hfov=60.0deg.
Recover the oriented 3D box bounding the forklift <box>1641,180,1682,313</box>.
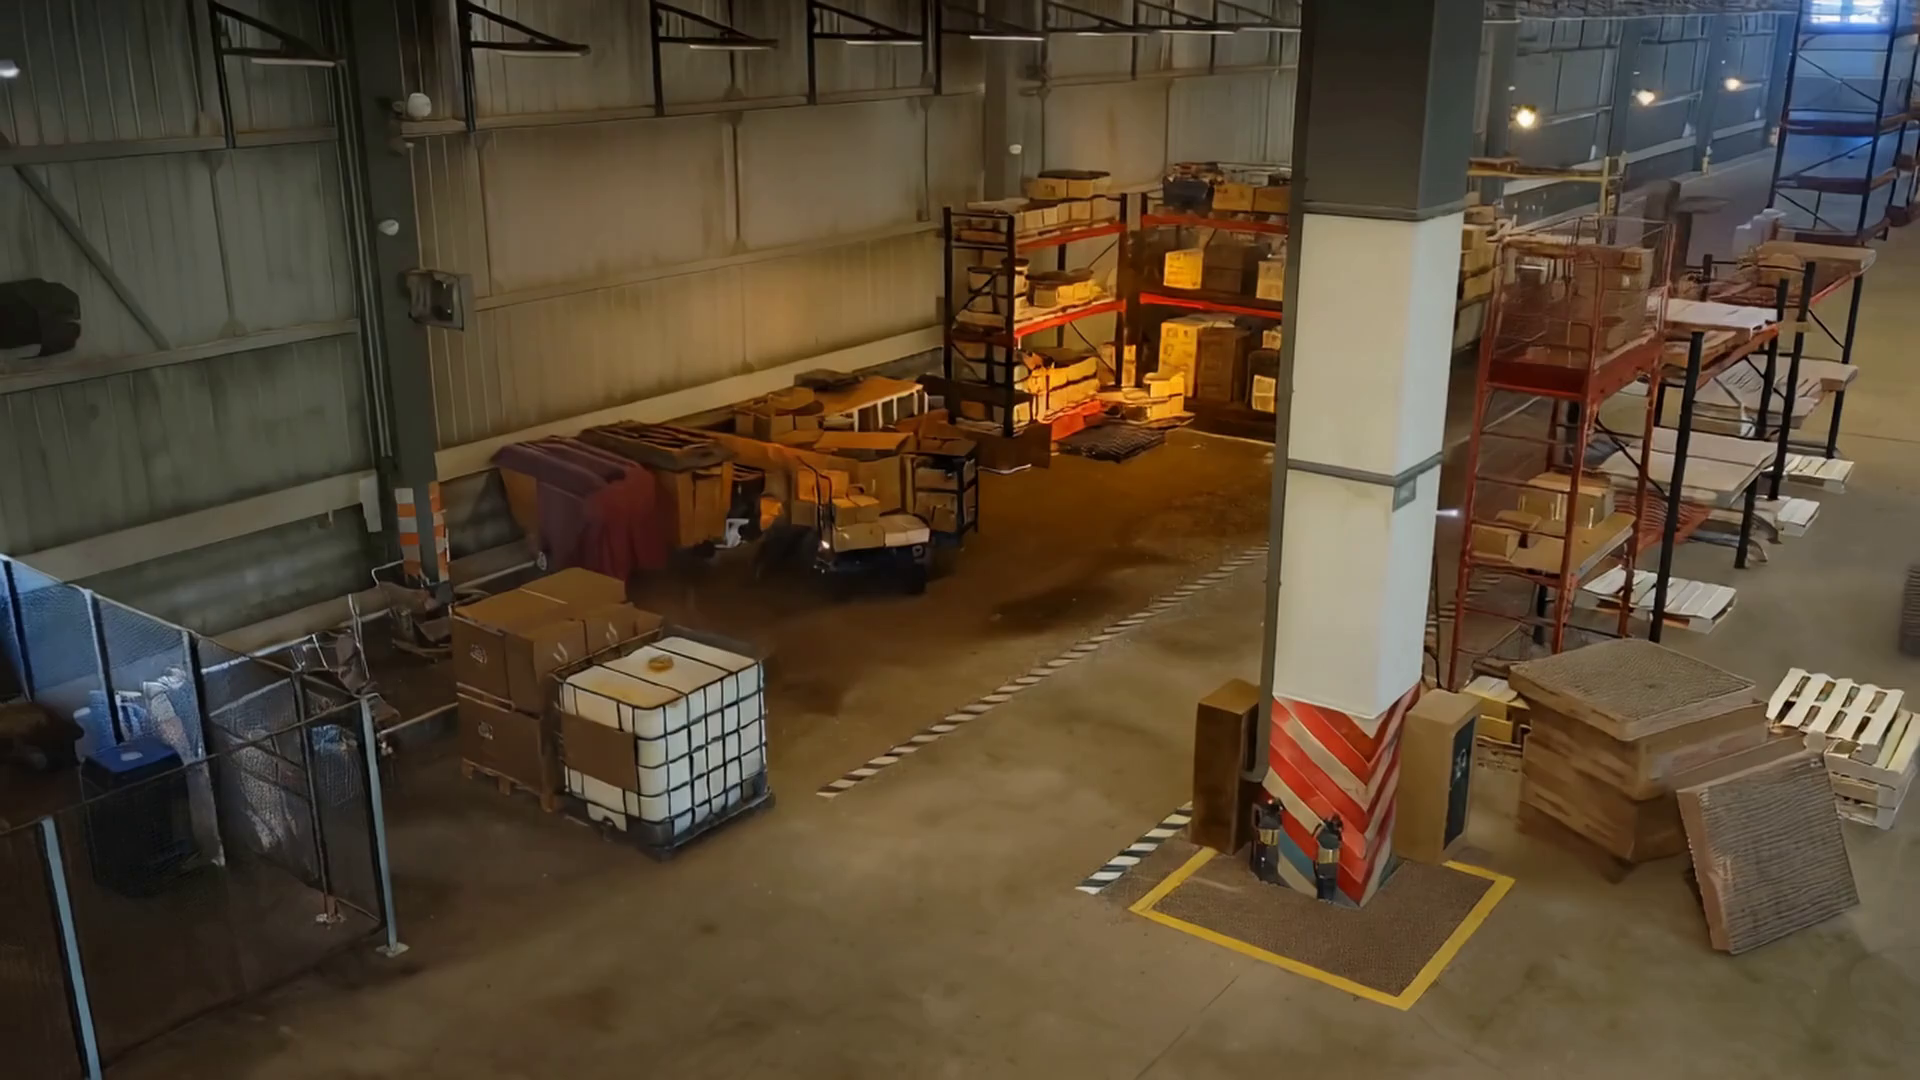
[{"bbox_3d":[11.337,-4.437,27.199,1.873,2.768,1.129,13,22,34],"label":"forklift"}]
